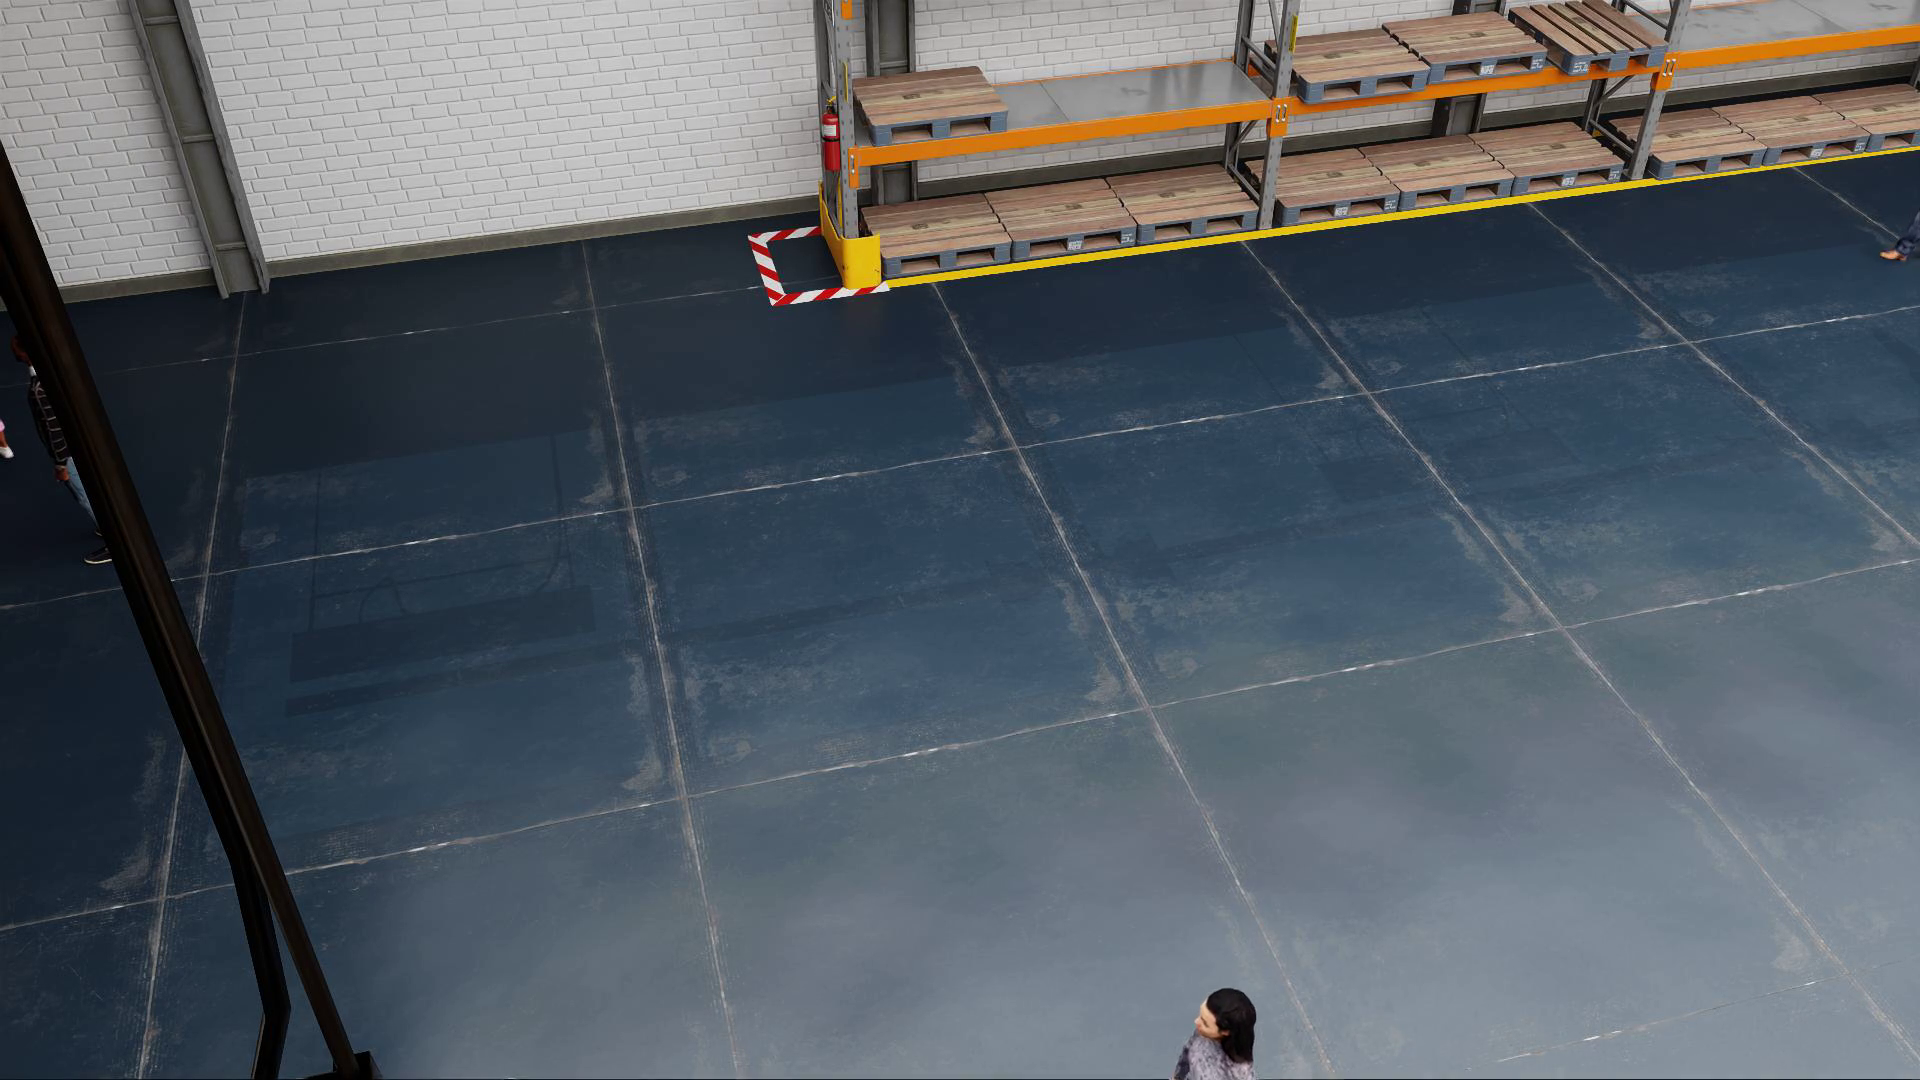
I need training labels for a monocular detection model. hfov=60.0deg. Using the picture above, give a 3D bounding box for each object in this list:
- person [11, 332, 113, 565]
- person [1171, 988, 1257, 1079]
[{"bbox_3d":[-6.123,-0.656,11.477,0.587,1.820,0.700,-4,39,-6],"label":"person"},{"bbox_3d":[1.261,2.587,7.528,1.164,1.680,0.716,-6,39,-8],"label":"person"}]
